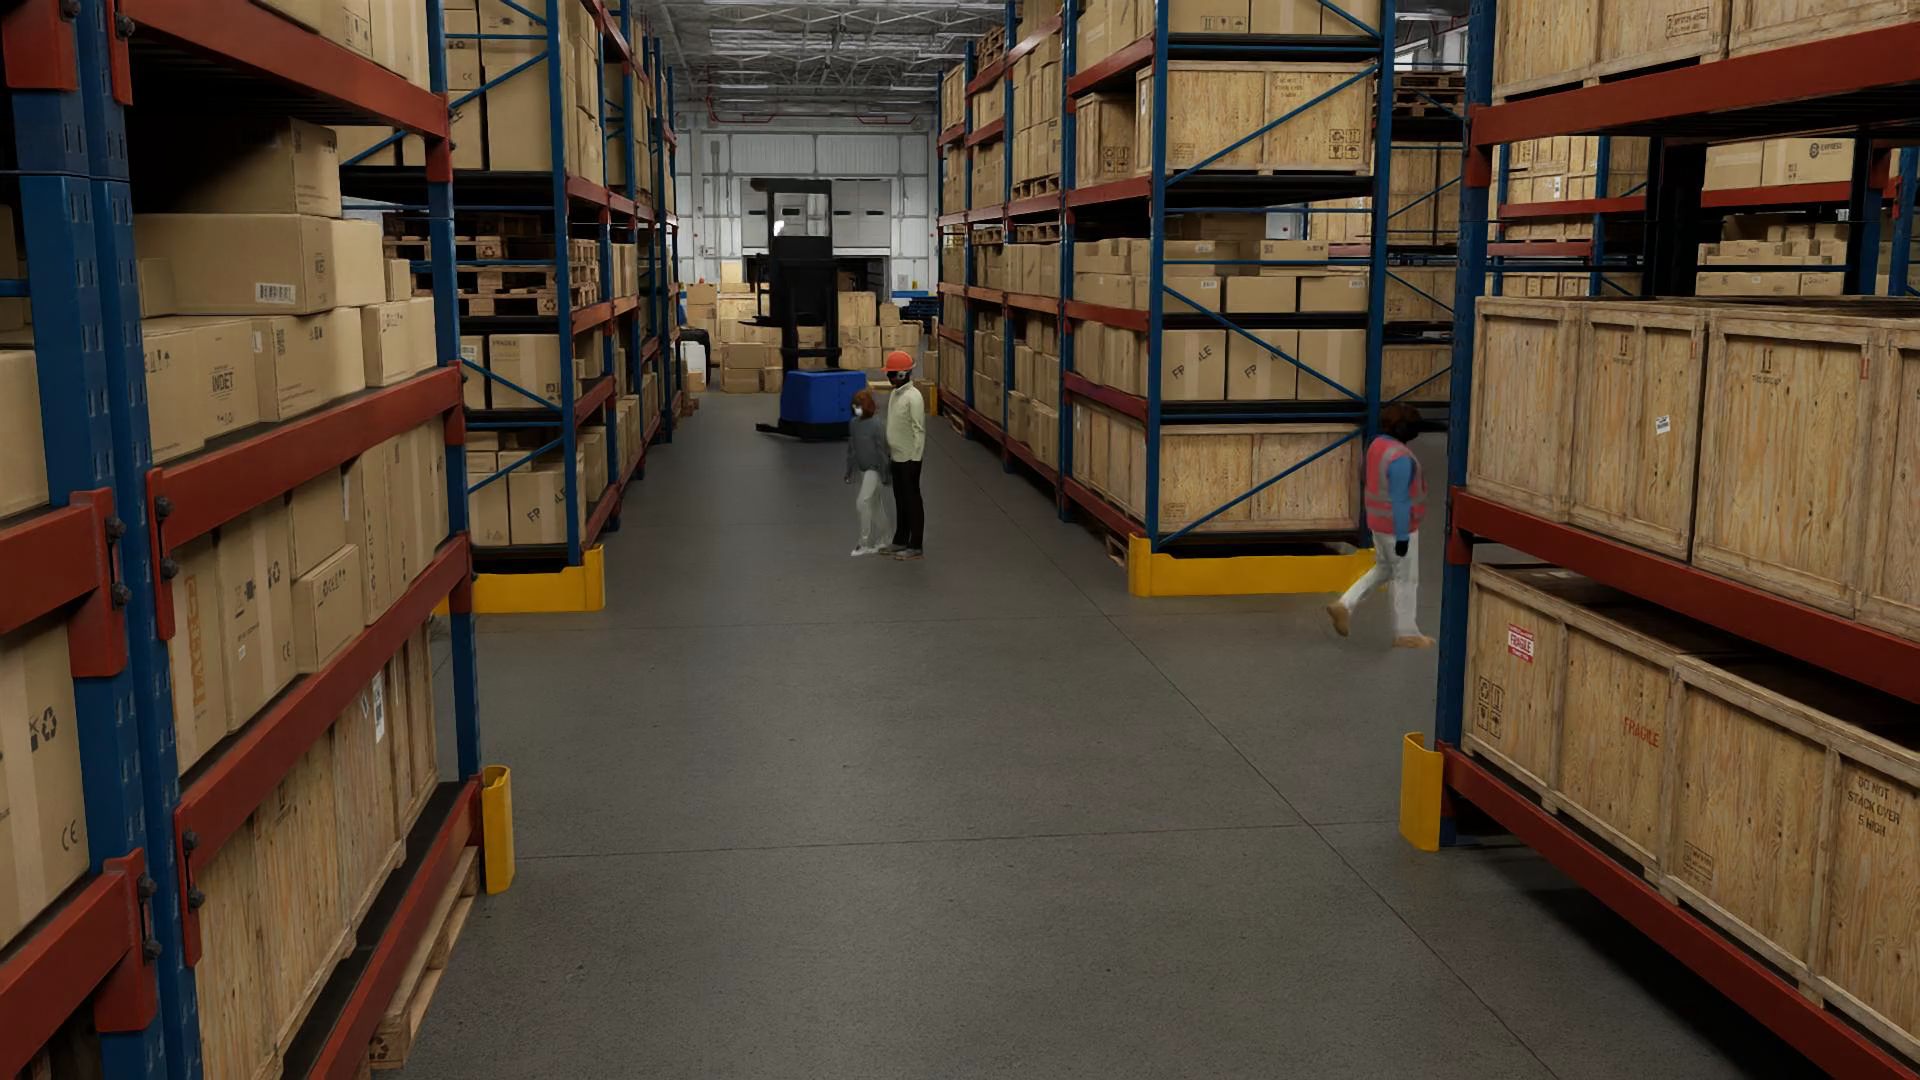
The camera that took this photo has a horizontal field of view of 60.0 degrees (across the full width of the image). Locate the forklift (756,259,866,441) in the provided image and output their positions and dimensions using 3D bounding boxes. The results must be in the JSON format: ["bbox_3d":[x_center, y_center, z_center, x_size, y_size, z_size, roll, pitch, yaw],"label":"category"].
[{"bbox_3d":[-2.346,-3.041,26.267,1.129,2.768,1.873,-6,11,-32],"label":"forklift"}]

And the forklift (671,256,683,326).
[{"bbox_3d":[-10.866,-8.982,60.854,1.129,2.768,1.873,-4,11,-22],"label":"forklift"}]

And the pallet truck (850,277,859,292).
[{"bbox_3d":[-3.782,-9.391,65.808,1.885,1.965,0.823,2,10,10],"label":"pallet truck"}]

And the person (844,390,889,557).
[{"bbox_3d":[-0.920,-0.639,15.973,0.629,1.604,0.516,-7,12,-34],"label":"person"}]

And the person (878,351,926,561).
[{"bbox_3d":[-0.541,-0.800,15.810,0.392,1.990,0.612,-5,11,-25],"label":"person"}]

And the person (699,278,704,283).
[{"bbox_3d":[-10.679,-9.894,68.951,0.546,1.934,0.381,-4,11,-22],"label":"person"}]

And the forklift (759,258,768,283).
[{"bbox_3d":[-6.951,-9.037,61.177,1.129,2.768,1.873,-7,12,-34],"label":"forklift"}]

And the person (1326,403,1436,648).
[{"bbox_3d":[3.138,-0.099,12.209,0.712,1.826,0.634,-1,10,-6],"label":"person"}]
